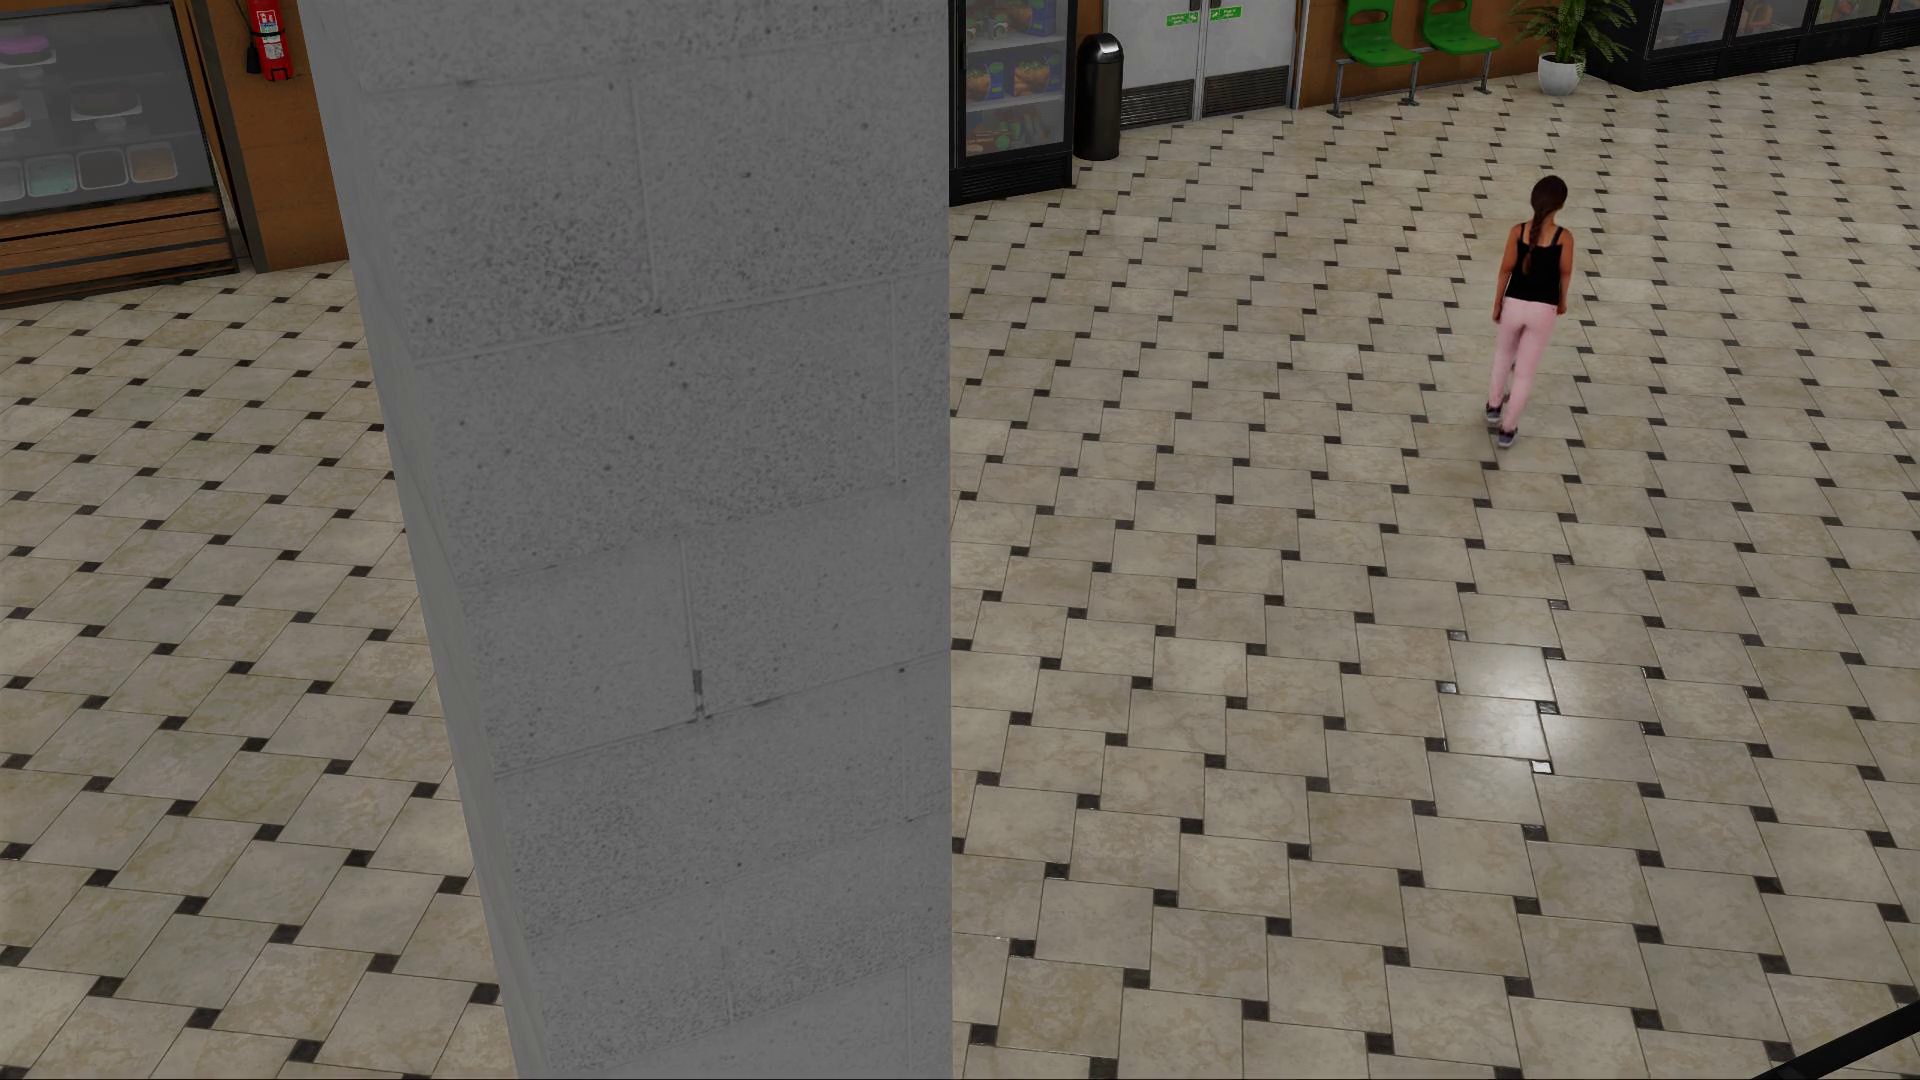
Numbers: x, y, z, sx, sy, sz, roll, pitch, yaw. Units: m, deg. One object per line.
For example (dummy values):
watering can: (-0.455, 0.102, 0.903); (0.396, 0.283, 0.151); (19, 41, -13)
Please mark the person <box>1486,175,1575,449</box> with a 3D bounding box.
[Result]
person: (3.144, -1.230, 9.230); (0.763, 1.544, 0.793); (17, 36, 25)
